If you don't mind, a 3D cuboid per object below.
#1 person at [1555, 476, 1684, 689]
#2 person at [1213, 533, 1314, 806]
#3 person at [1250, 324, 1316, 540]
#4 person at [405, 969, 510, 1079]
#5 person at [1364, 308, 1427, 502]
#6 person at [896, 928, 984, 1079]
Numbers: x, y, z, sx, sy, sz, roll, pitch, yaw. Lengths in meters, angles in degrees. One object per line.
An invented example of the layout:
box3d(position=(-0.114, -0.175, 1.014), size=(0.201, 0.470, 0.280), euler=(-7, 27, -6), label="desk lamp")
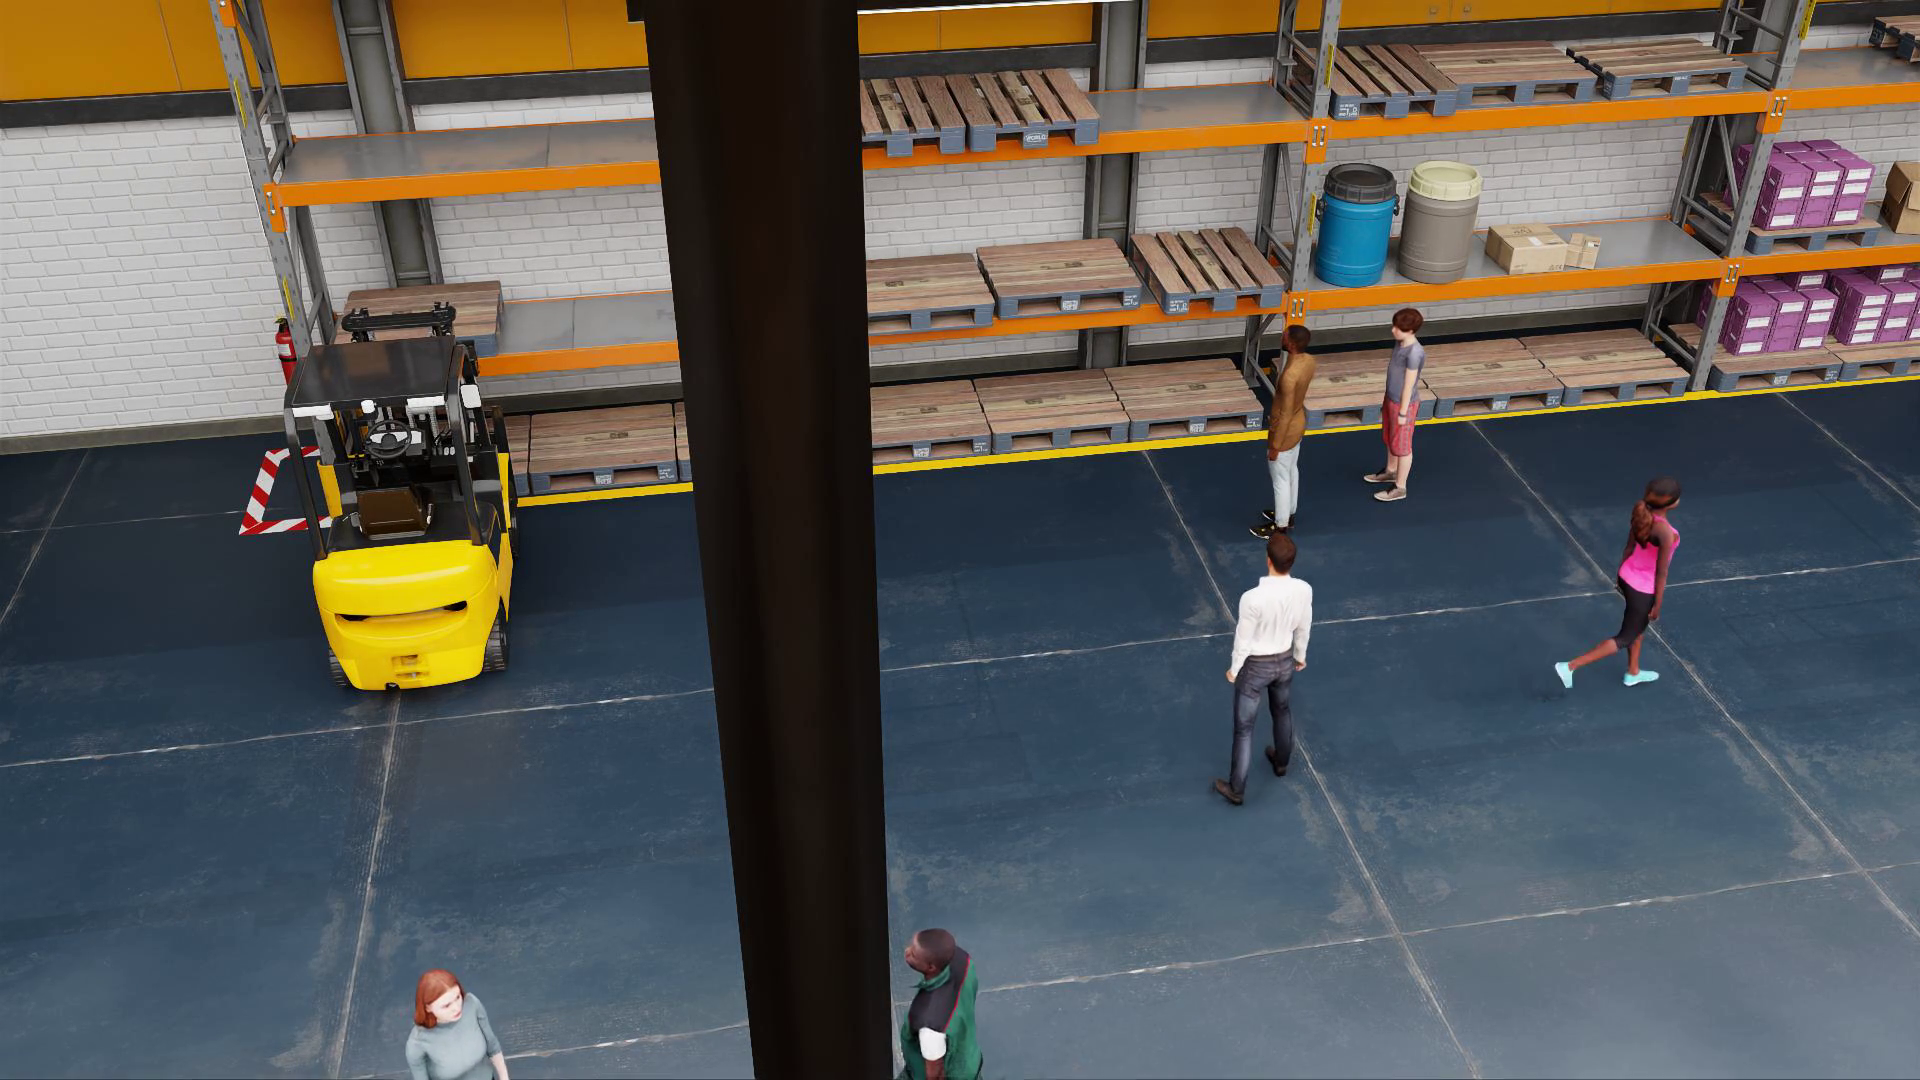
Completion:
box3d(position=(4.480, 0.337, 11.177), size=(1.046, 1.699, 0.570), euler=(-5, 34, -8), label="person")
box3d(position=(1.937, 0.781, 10.360), size=(0.678, 1.865, 0.849), euler=(-14, 36, -20), label="person")
box3d(position=(2.525, -0.834, 12.834), size=(0.742, 1.815, 0.712), euler=(17, 37, 23), label="person")
box3d(position=(-2.337, 2.598, 7.757), size=(1.075, 1.719, 1.051), euler=(24, 40, 31), label="person")
box3d(position=(3.564, -1.111, 13.405), size=(0.538, 1.645, 0.581), euler=(-3, 34, -4), label="person")
box3d(position=(0.000, 2.503, 7.834), size=(1.299, 1.793, 1.095), euler=(12, 35, 17), label="person")
